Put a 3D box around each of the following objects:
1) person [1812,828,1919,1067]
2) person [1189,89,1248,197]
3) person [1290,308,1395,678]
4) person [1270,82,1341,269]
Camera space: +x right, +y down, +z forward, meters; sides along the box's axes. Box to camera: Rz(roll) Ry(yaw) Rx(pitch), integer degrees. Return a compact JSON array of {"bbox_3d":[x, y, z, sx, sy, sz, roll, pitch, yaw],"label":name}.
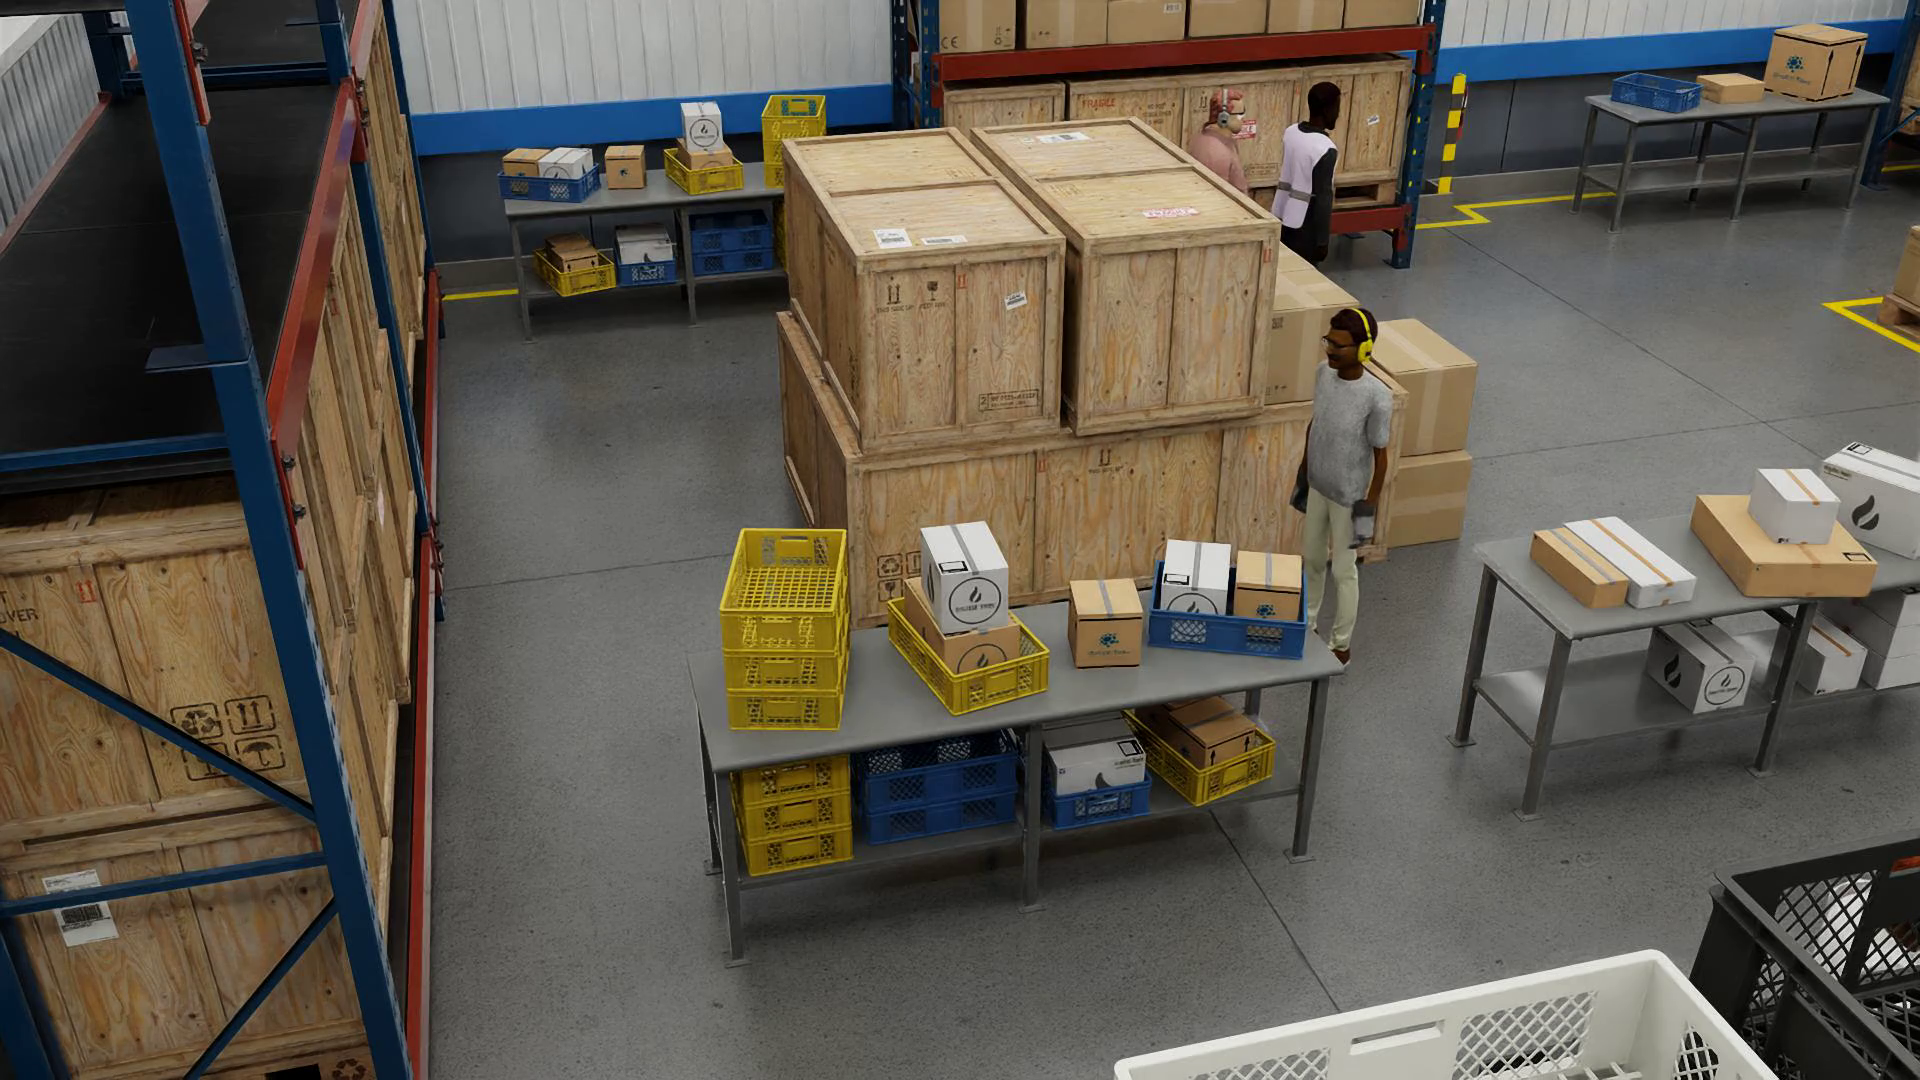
[{"bbox_3d":[2.426,1.570,4.577,0.356,1.886,0.574,6,29,11],"label":"person"},{"bbox_3d":[1.713,-2.063,11.150,0.399,1.909,0.642,0,29,1],"label":"person"},{"bbox_3d":[1.757,-0.208,7.830,0.330,1.862,0.518,-16,33,-26],"label":"person"},{"bbox_3d":[2.324,-2.147,11.304,0.389,1.911,0.591,-9,30,-15],"label":"person"}]
